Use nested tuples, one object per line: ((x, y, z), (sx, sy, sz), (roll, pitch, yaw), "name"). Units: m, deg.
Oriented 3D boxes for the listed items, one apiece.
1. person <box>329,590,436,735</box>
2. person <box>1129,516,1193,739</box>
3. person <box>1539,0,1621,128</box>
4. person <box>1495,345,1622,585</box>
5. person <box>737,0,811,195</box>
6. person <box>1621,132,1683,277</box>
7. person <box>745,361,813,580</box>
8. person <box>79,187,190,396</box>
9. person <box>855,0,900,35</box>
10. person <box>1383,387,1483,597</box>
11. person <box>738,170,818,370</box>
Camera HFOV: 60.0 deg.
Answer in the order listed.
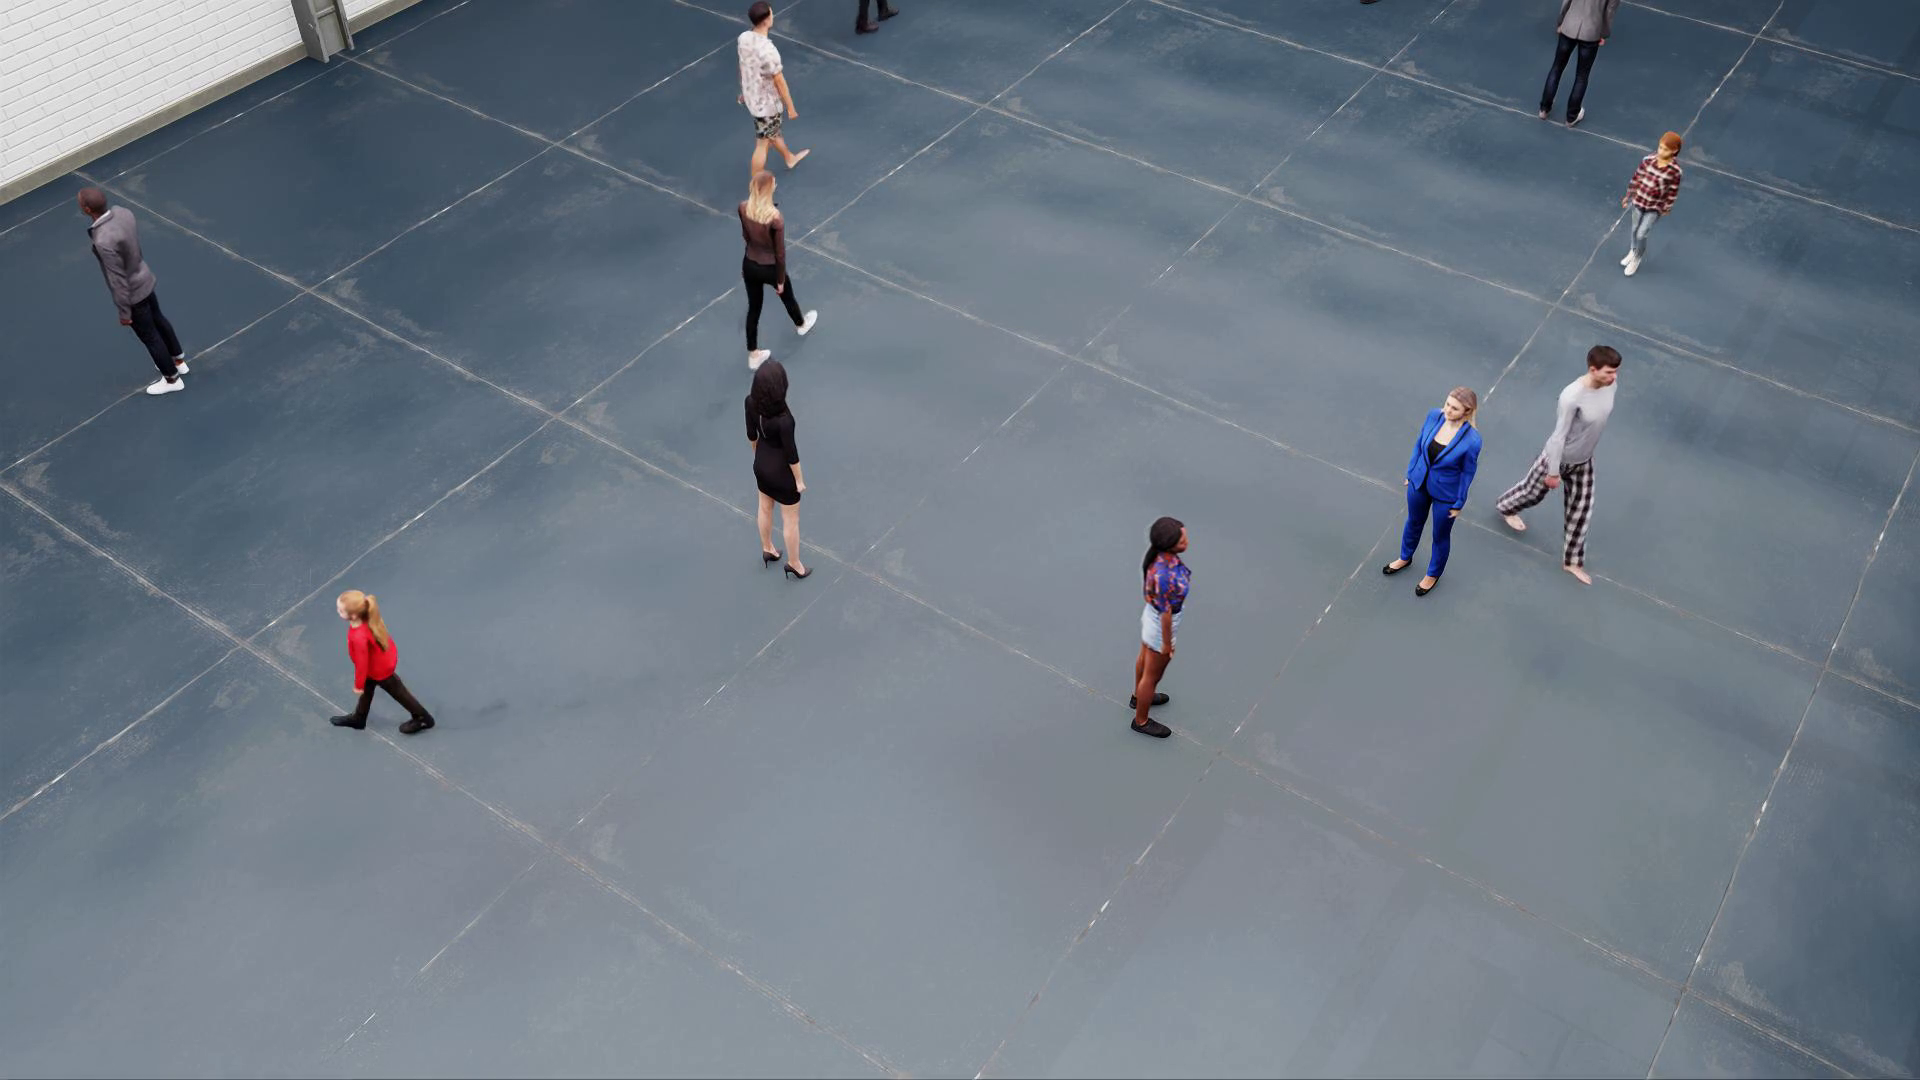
((-3.585, 0.786, 10.424), (0.920, 1.254, 0.832), (-9, 44, -10), "person")
((1.241, 0.518, 10.353), (0.731, 1.741, 0.628), (1, 44, 2), "person")
((5.962, -4.888, 15.934), (0.678, 1.870, 0.597), (23, 48, 22), "person")
((4.143, -0.627, 11.516), (1.212, 1.796, 1.100), (-18, 47, -18), "person")
((-1.842, -3.939, 14.998), (1.100, 1.787, 0.876), (-29, 51, -27), "person")
((5.958, -2.937, 14.303), (0.652, 1.295, 0.595), (-31, 52, -28), "person")
((-1.254, -0.458, 11.331), (0.604, 1.806, 0.512), (31, 52, 28), "person")
((-6.381, -1.941, 12.880), (0.860, 1.816, 0.761), (-2, 44, -2), "person")
((-1.009, -6.096, 17.263), (0.938, 1.787, 0.826), (-25, 49, -24), "person")
((3.248, -0.352, 11.296), (0.634, 1.700, 0.674), (-30, 51, -28), "person")
((-1.603, -2.088, 13.145), (0.683, 1.663, 1.041), (20, 47, 20), "person")
